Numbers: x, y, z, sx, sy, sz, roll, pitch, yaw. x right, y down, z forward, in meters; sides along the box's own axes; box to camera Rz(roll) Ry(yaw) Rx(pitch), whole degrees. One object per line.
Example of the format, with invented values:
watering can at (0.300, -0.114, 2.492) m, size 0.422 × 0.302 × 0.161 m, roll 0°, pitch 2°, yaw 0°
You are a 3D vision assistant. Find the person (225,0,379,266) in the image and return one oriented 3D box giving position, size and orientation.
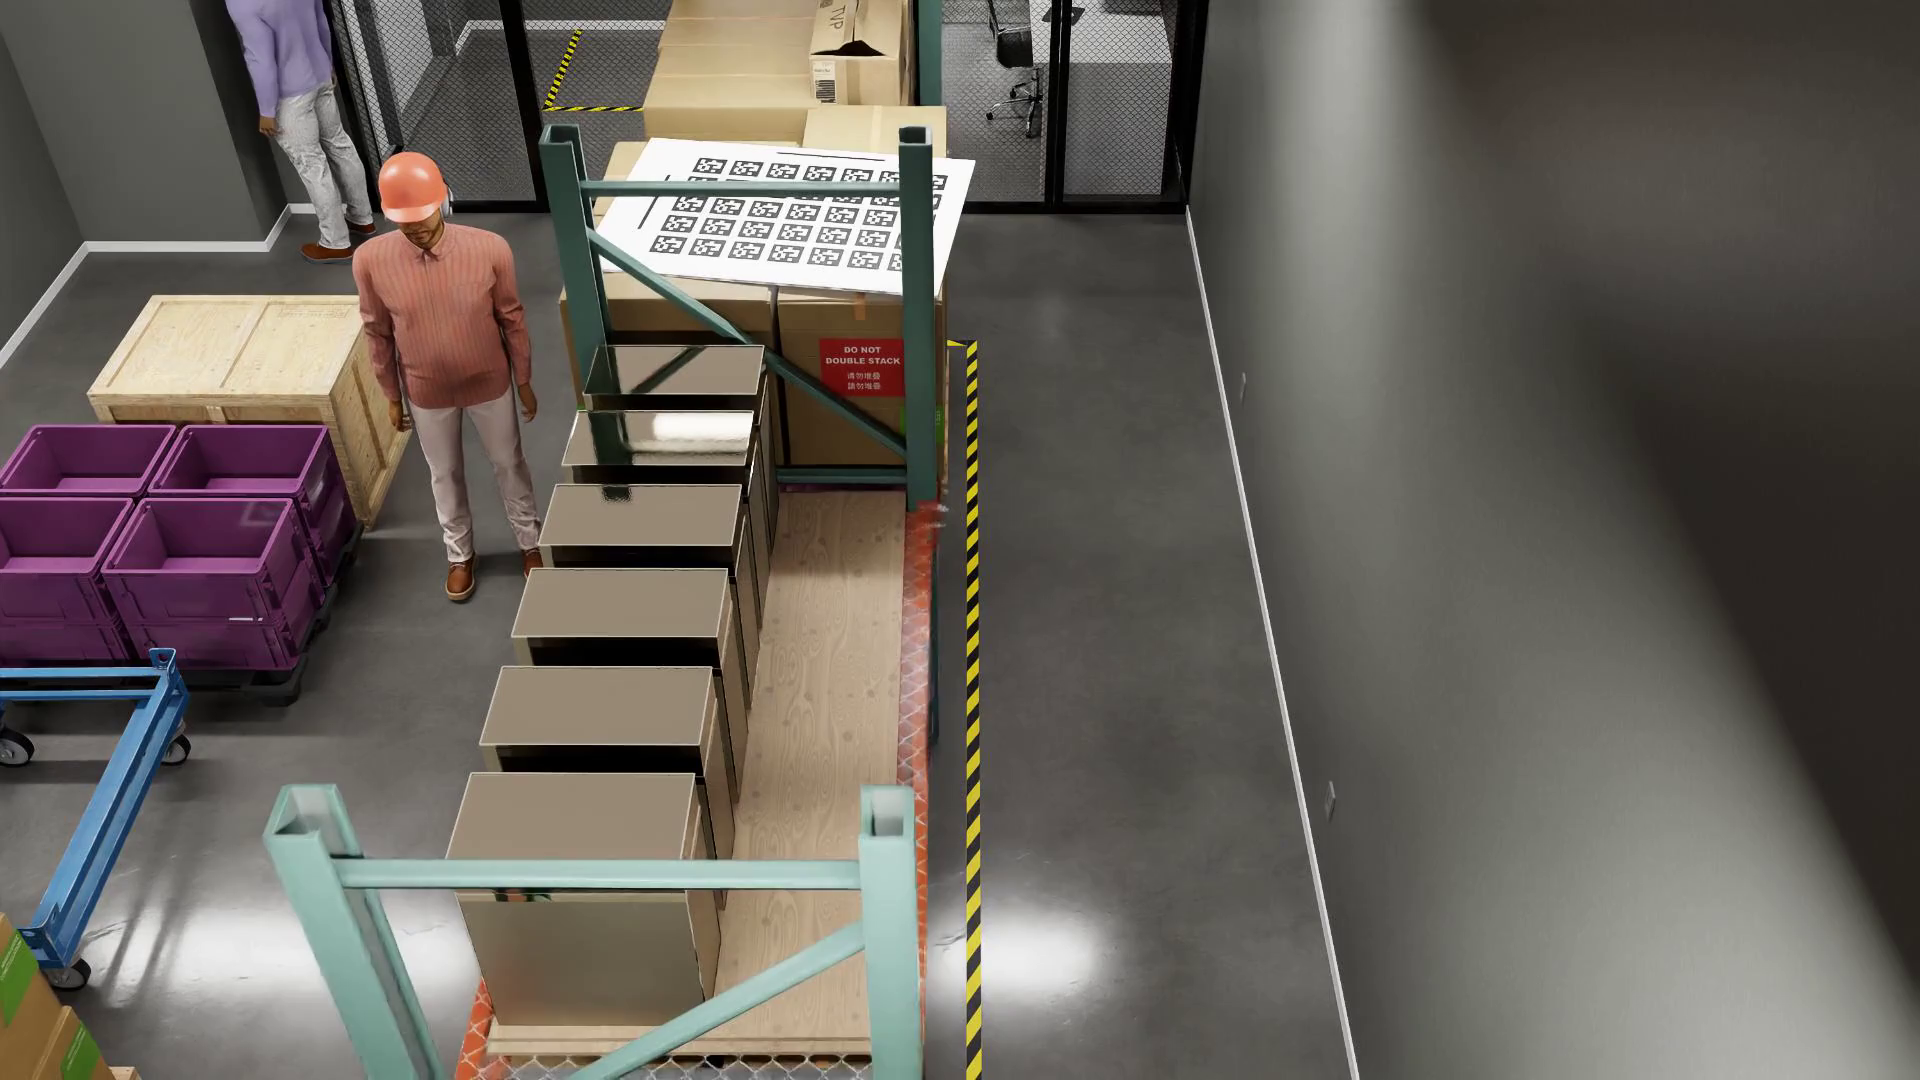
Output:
person at (-3.415, -2.338, 8.559) m, size 0.356 × 1.936 × 0.635 m, roll 11°, pitch 42°, yaw 12°

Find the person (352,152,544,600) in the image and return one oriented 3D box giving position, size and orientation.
person at (-1.977, -0.620, 6.553) m, size 0.609 × 1.995 × 0.376 m, roll -9°, pitch 42°, yaw -11°
